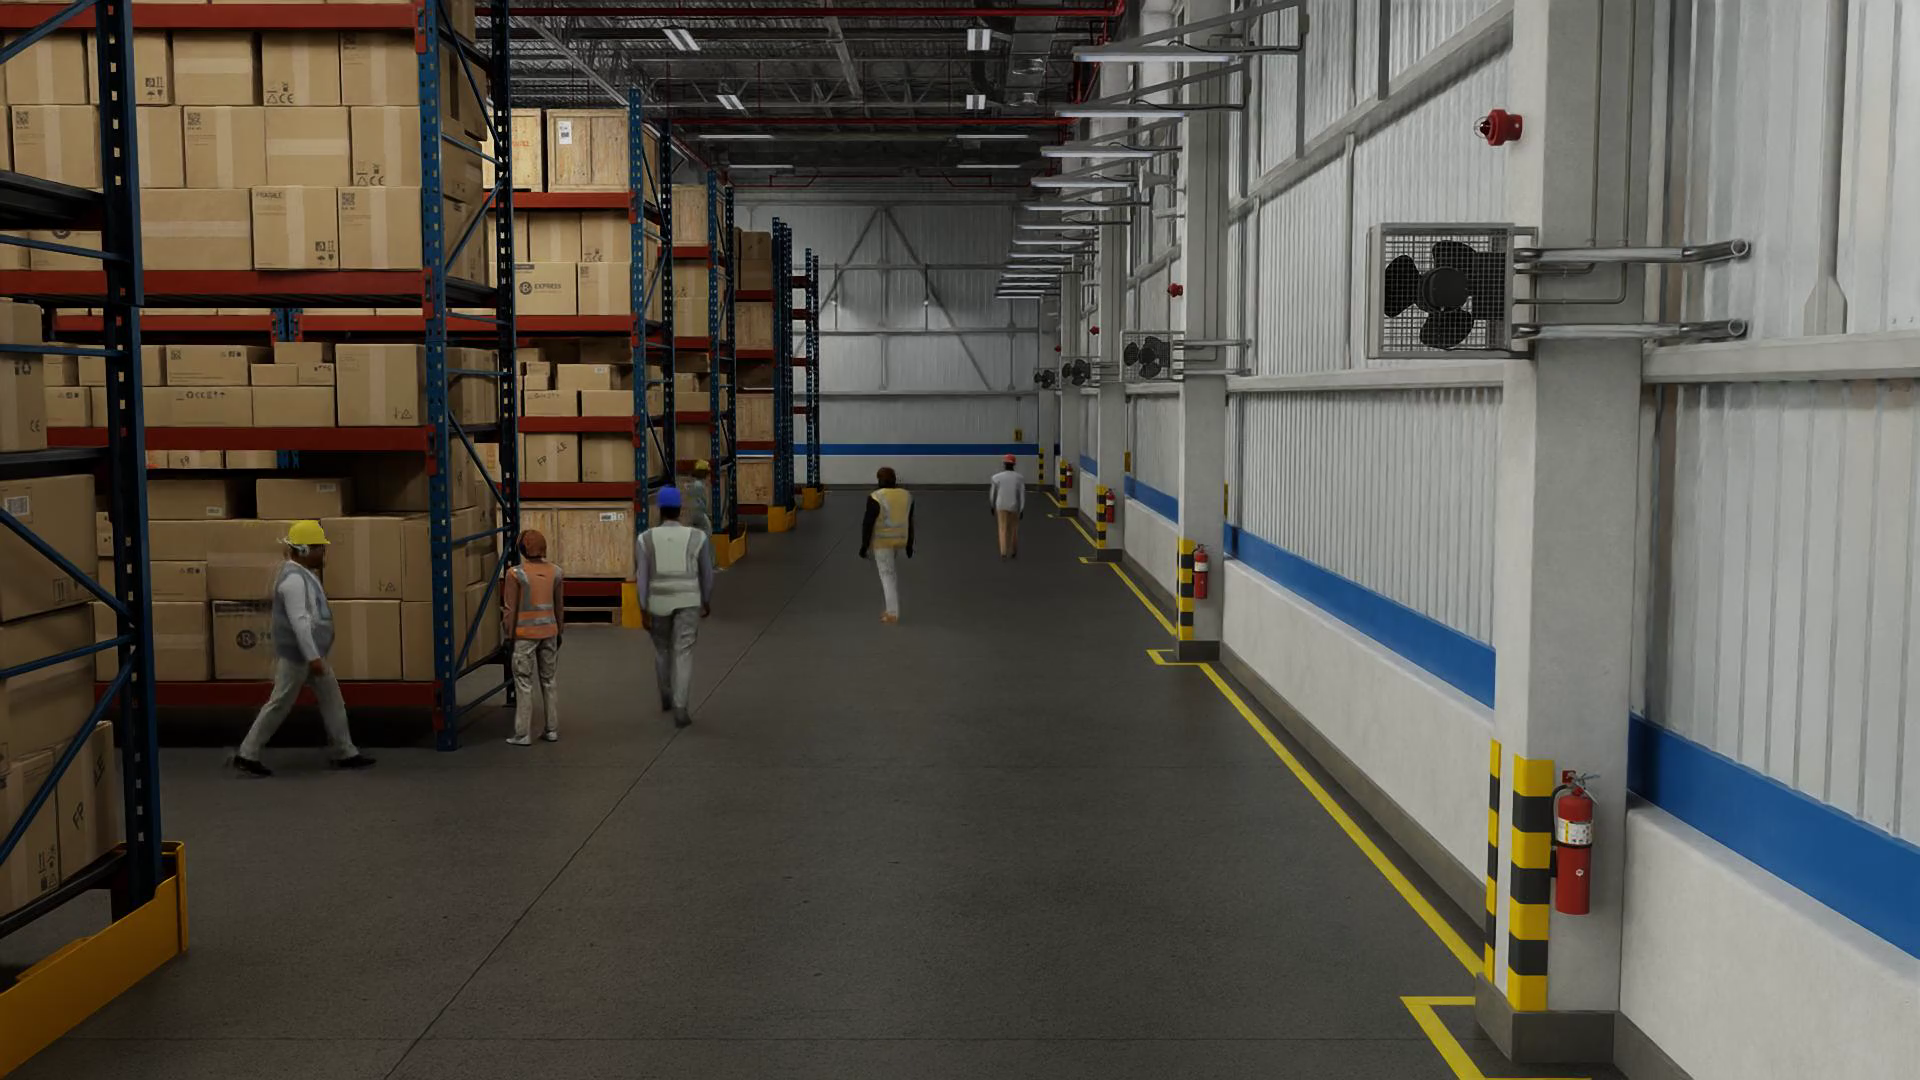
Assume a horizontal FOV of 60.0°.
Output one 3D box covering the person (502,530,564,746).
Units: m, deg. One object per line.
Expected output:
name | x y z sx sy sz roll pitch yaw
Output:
person | -3.211 0.735 12.553 0.319 1.631 0.525 4 6 40

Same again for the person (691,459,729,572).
person | -3.923 -0.354 24.821 0.827 1.710 0.491 -1 5 -12

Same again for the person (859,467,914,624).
person | -0.880 0.064 19.327 0.626 1.819 0.687 -5 7 -44

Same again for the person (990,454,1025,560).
person | 0.774 -0.532 26.904 0.562 1.709 0.887 0 5 0

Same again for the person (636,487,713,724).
person | -2.327 0.523 13.549 0.597 1.890 1.062 0 5 -3

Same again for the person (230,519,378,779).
person | -4.584 0.751 11.482 0.927 1.792 0.597 -1 5 -7

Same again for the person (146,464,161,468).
person | -8.865 0.129 18.040 0.746 1.916 0.542 0 5 -1
